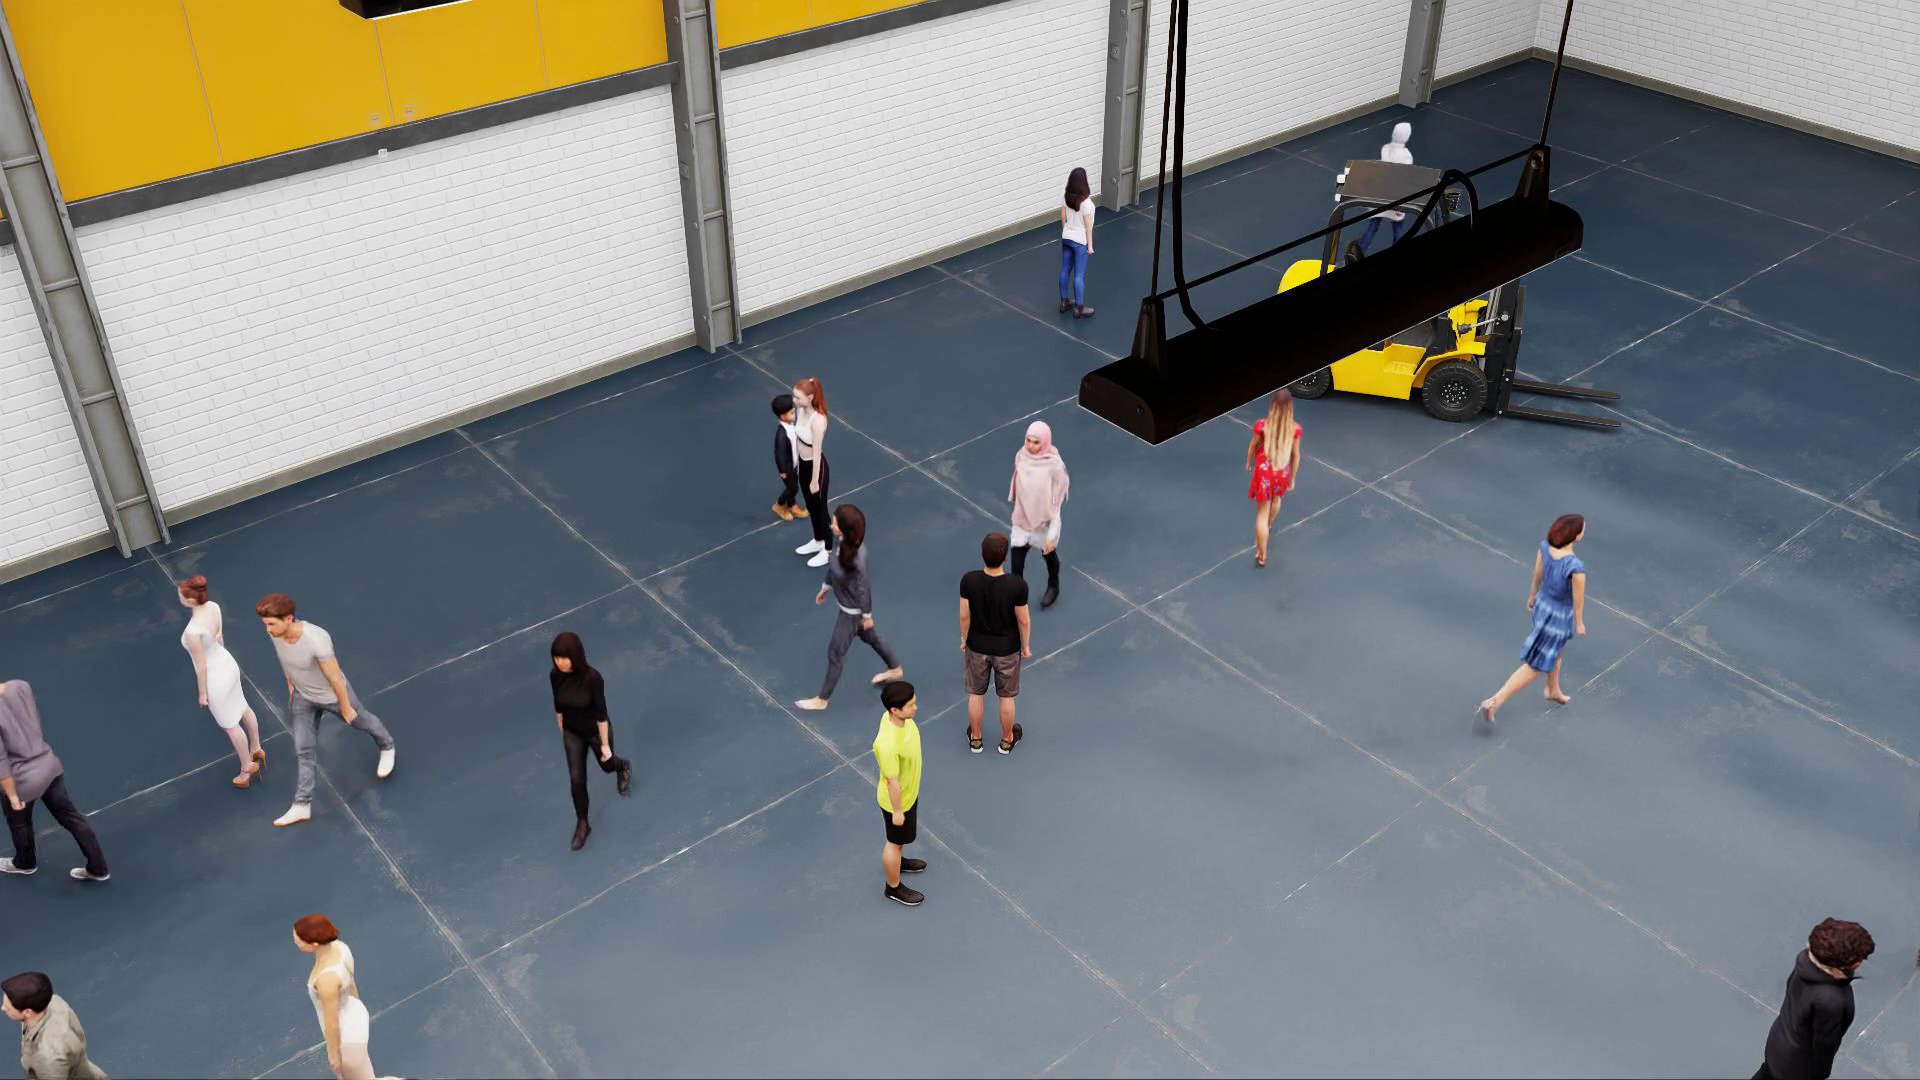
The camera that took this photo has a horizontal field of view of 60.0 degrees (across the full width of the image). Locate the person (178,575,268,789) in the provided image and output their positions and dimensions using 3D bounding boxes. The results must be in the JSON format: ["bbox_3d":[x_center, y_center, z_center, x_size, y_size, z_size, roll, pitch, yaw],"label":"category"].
[{"bbox_3d":[-5.133,0.973,11.554,0.675,1.790,0.629,1,34,1],"label":"person"}]

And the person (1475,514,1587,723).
[{"bbox_3d":[4.230,0.632,12.081,1.219,1.774,0.963,-9,35,-13],"label":"person"}]

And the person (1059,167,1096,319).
[{"bbox_3d":[1.248,-3.206,17.937,0.508,1.683,0.593,-24,41,-32],"label":"person"}]

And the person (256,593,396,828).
[{"bbox_3d":[-4.336,1.034,11.460,1.118,1.793,1.369,9,35,13],"label":"person"}]

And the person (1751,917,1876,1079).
[{"bbox_3d":[4.517,2.715,8.942,0.790,1.781,0.729,3,34,5],"label":"person"}]

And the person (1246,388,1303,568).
[{"bbox_3d":[2.614,-0.493,13.970,0.991,1.556,1.036,1,34,2],"label":"person"}]

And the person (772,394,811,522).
[{"bbox_3d":[-1.554,-0.721,14.618,0.677,1.219,0.606,9,35,14],"label":"person"}]

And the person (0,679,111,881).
[{"bbox_3d":[-5.904,1.520,10.717,1.117,1.805,1.103,6,34,8],"label":"person"}]

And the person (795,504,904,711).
[{"bbox_3d":[-0.721,0.464,12.389,1.216,1.713,0.909,-11,35,-16],"label":"person"}]

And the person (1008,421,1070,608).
[{"bbox_3d":[0.676,-0.168,13.297,0.887,1.762,1.199,18,38,25],"label":"person"}]

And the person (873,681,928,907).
[{"bbox_3d":[-0.400,1.594,10.694,0.751,1.709,0.697,2,34,3],"label":"person"}]

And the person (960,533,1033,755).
[{"bbox_3d":[0.230,0.744,11.834,0.761,1.862,0.807,5,34,7],"label":"person"}]

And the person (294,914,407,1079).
[{"bbox_3d":[-3.282,2.681,9.134,1.036,1.624,0.823,-11,35,-16],"label":"person"}]

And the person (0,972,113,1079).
[{"bbox_3d":[-4.515,2.908,8.580,0.653,1.860,0.744,-16,37,-22],"label":"person"}]

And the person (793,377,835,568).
[{"bbox_3d":[-1.221,-0.585,13.938,0.587,1.746,0.618,-15,37,-22],"label":"person"}]

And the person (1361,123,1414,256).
[{"bbox_3d":[4.790,-3.816,18.814,1.136,1.730,0.704,-23,40,-30],"label":"person"}]

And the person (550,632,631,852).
[{"bbox_3d":[-2.489,1.261,11.280,0.984,1.614,1.081,5,34,7],"label":"person"}]
